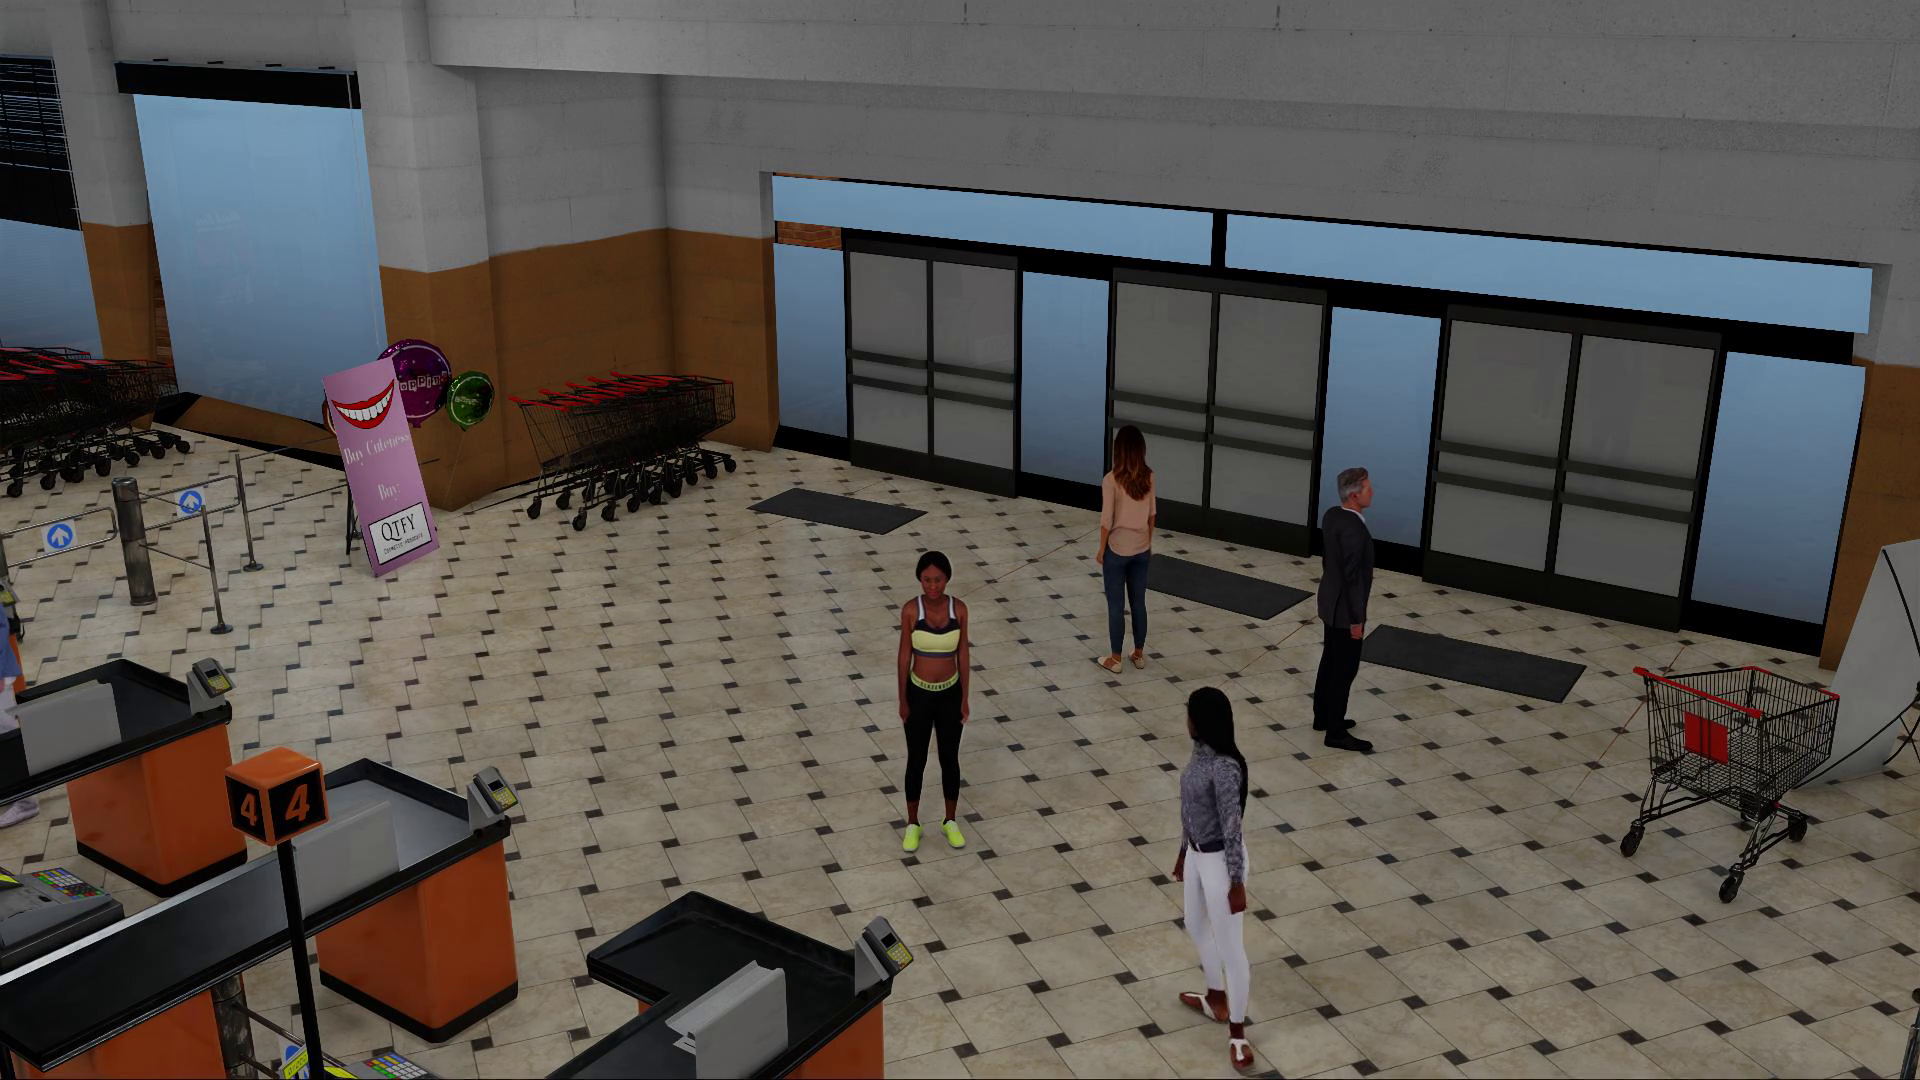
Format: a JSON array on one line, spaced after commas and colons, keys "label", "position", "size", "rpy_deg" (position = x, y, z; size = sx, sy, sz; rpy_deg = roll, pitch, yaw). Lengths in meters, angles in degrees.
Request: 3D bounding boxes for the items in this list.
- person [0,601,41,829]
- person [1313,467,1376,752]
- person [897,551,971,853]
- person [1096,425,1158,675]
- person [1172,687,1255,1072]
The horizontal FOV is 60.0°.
[{"label": "person", "position": [-5.603, 0.727, 9.589], "size": [0.659, 1.886, 0.715], "rpy_deg": [-14, 23, -36]}, {"label": "person", "position": [2.455, 0.412, 10.591], "size": [0.869, 1.841, 0.778], "rpy_deg": [-1, 19, -3]}, {"label": "person", "position": [-0.150, 0.889, 9.314], "size": [0.638, 1.755, 0.693], "rpy_deg": [-3, 19, -8]}, {"label": "person", "position": [1.175, 0.066, 11.698], "size": [0.628, 1.792, 0.734], "rpy_deg": [-8, 20, -22]}, {"label": "person", "position": [1.205, 1.515, 7.534], "size": [0.853, 1.705, 0.796], "rpy_deg": [-7, 20, -21]}]
